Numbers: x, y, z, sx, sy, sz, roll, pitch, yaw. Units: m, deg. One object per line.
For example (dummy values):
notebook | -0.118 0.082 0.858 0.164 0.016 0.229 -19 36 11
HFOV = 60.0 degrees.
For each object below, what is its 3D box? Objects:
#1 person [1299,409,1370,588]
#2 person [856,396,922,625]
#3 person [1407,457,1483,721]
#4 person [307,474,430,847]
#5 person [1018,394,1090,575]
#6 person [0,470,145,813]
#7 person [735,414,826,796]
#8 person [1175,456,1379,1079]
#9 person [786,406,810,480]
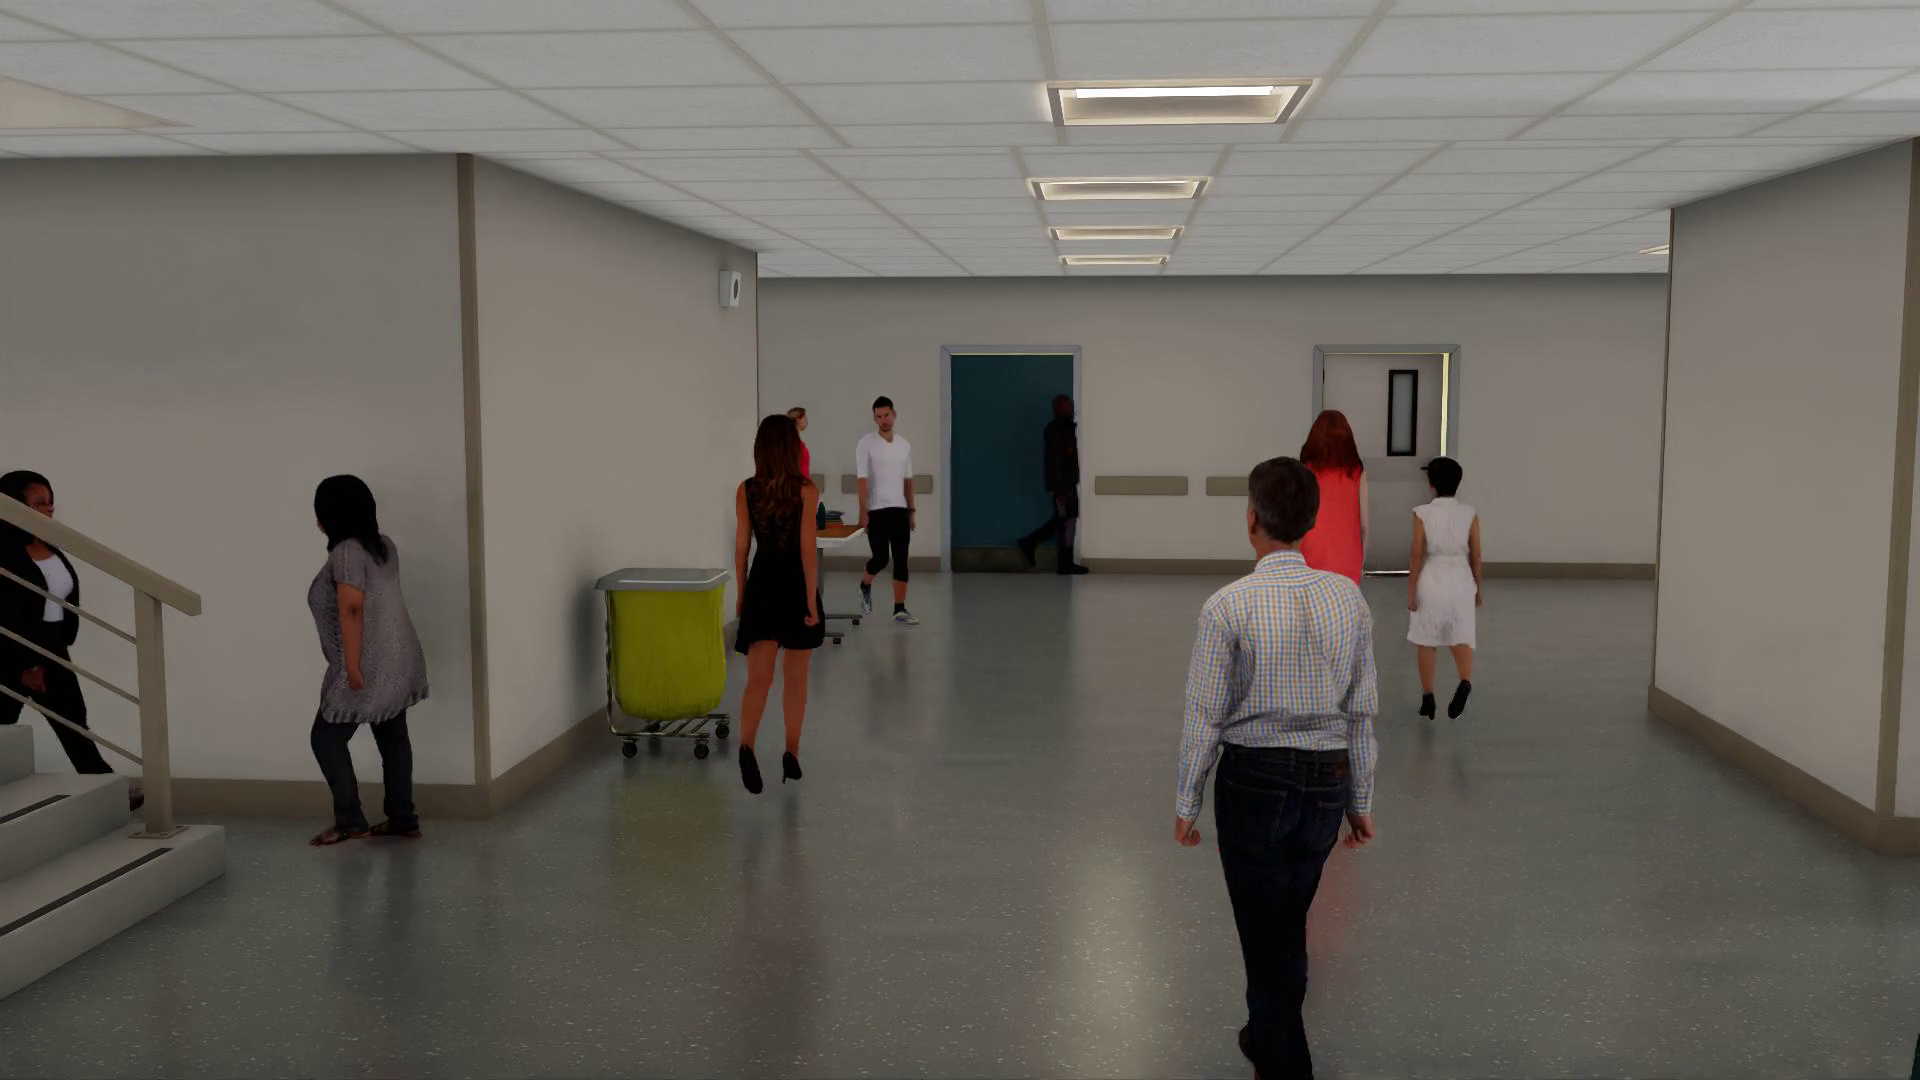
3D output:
person | 2.102 0.188 9.387 0.776 1.802 0.669 1 6 6
person | -0.649 -0.232 13.392 0.979 1.835 1.026 -4 7 -35
person | 2.783 0.314 9.478 0.834 1.533 0.634 0 6 4
person | -2.474 0.519 7.164 0.676 1.589 0.647 1 6 10
person | 0.924 -0.549 16.720 0.989 1.801 0.744 1 6 9
person | -4.140 0.524 7.181 1.059 1.576 0.740 0 6 -3
person | -0.880 0.349 7.776 1.068 1.803 0.672 1 6 8
person | 0.872 0.696 4.328 0.922 1.804 0.916 -2 6 -16
person | -1.635 -0.402 15.679 0.767 1.716 0.650 0 6 1
